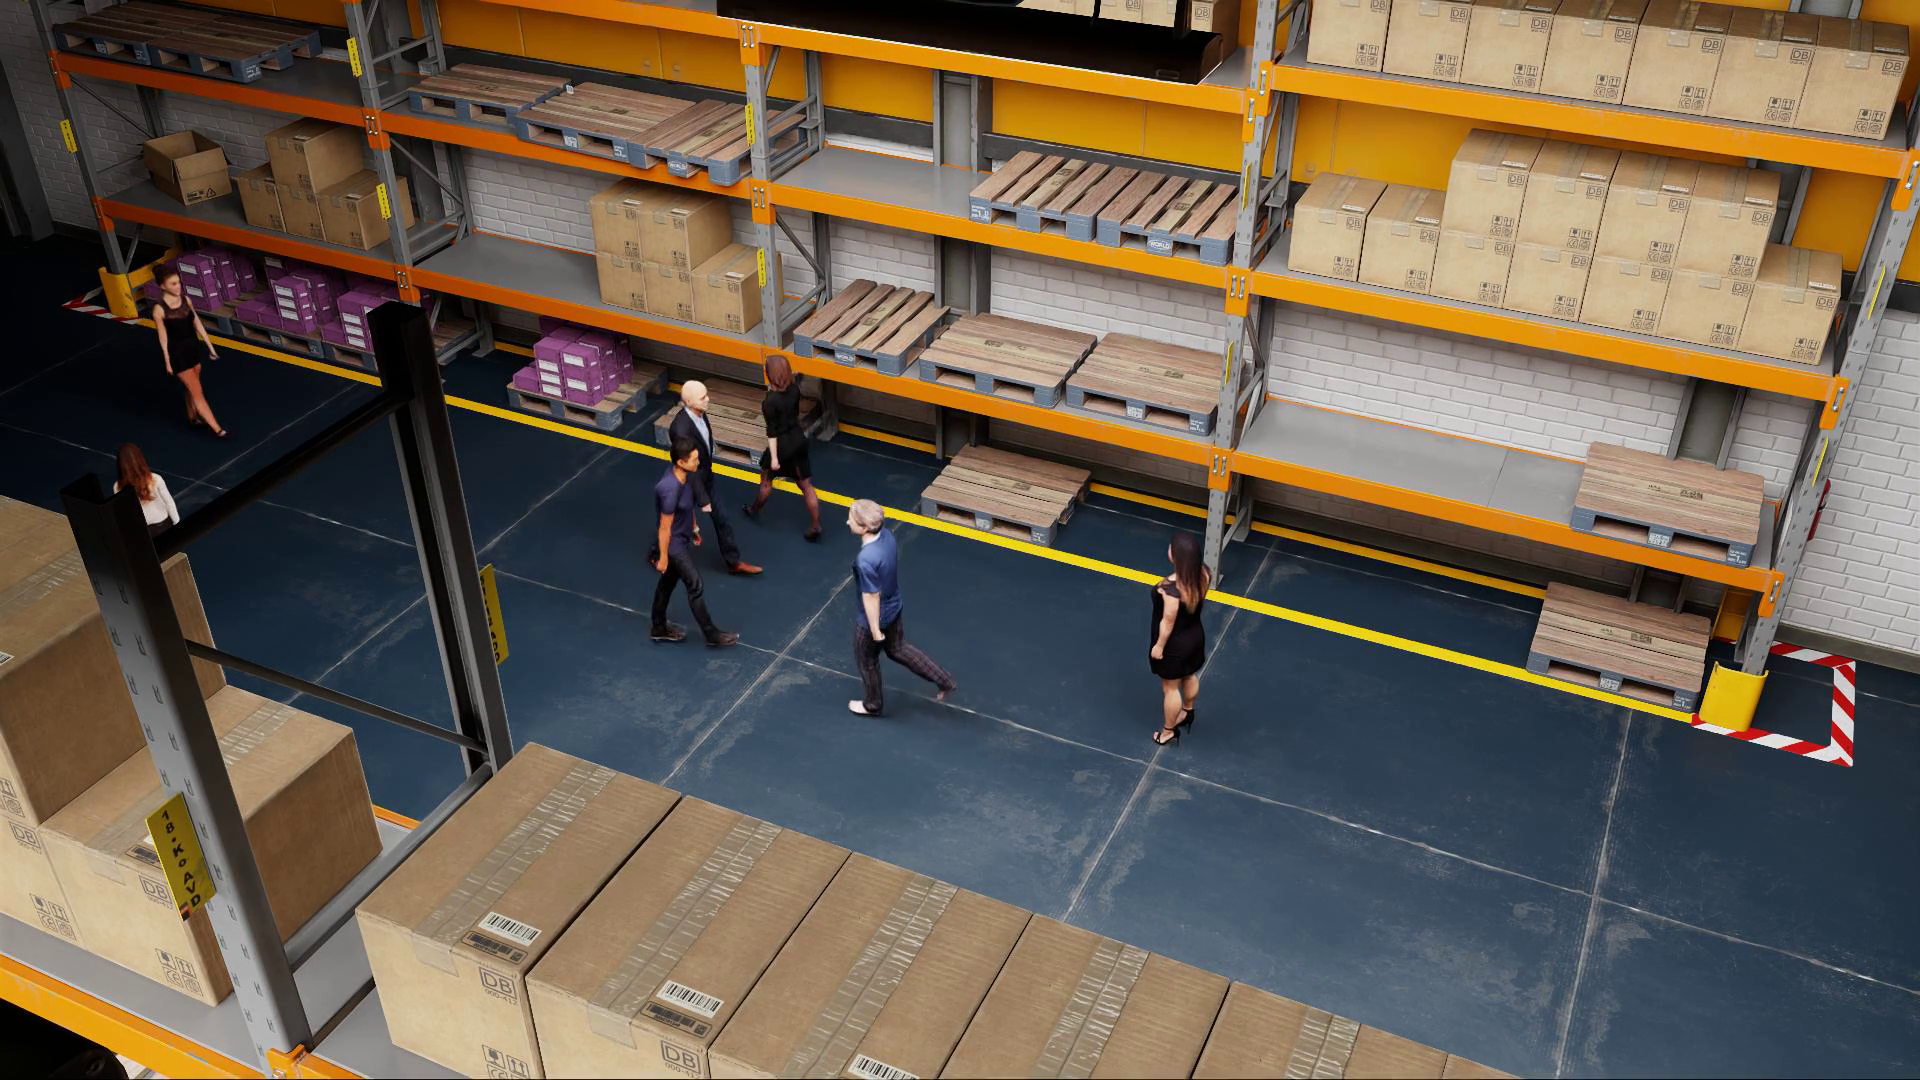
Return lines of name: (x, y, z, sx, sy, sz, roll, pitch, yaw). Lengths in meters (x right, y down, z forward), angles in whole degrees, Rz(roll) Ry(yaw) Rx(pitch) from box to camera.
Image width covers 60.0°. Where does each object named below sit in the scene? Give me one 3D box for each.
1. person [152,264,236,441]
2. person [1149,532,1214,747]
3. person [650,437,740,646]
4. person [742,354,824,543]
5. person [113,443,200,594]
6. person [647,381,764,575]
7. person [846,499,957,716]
person: (-7.130, -1.726, 15.183, 0.889, 1.658, 0.594, 14, 36, 20)
person: (1.524, 0.691, 11.492, 0.699, 1.718, 0.722, 26, 42, 34)
person: (-2.222, 0.034, 12.457, 1.065, 1.744, 0.916, 2, 34, 3)
person: (-1.352, -0.706, 13.642, 1.099, 1.665, 0.744, 22, 39, 29)
person: (-6.242, -0.088, 12.876, 0.615, 1.484, 0.665, -13, 36, -19)
person: (-2.190, -0.456, 13.173, 1.216, 1.767, 0.764, 10, 35, 15)
person: (-0.472, 0.536, 11.618, 1.041, 1.837, 0.737, 12, 36, 18)
